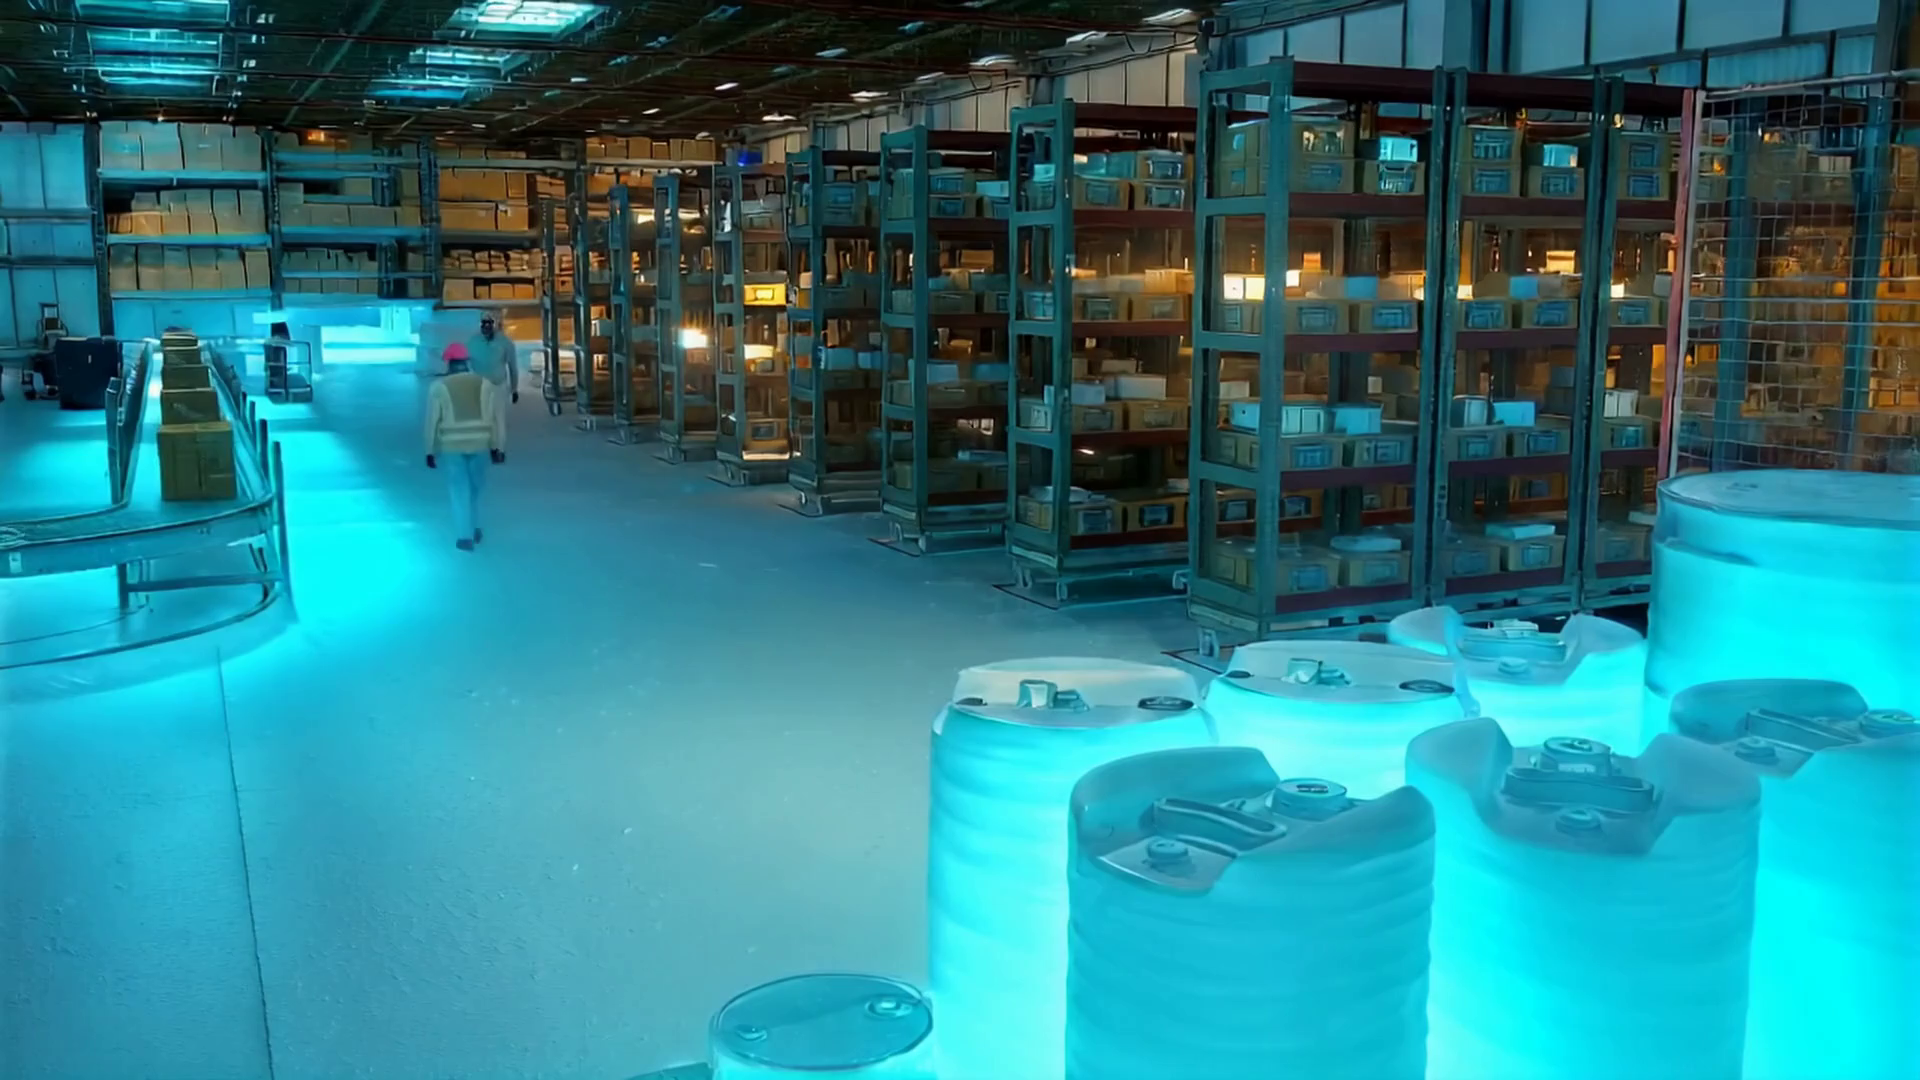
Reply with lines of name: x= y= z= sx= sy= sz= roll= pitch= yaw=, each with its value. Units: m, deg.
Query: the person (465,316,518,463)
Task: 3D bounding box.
person: x=-5.967 y=-1.914 z=21.136 sx=0.663 sy=1.855 sz=1.023 roll=-2 pitch=9 yaw=-12

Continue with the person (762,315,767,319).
person: x=-4.123 y=-4.234 z=35.088 sx=0.378 sy=1.996 sz=0.611 roll=3 pitch=10 yaw=21

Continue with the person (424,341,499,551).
person: x=-4.357 y=-0.823 z=14.496 sx=0.620 sy=1.806 sz=0.615 roll=-6 pitch=11 yaw=-32

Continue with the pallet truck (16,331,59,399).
pallet truck: x=-17.082 y=-3.353 z=31.781 sx=1.630 sy=1.274 sz=0.653 roll=-4 pitch=10 yaw=-25
